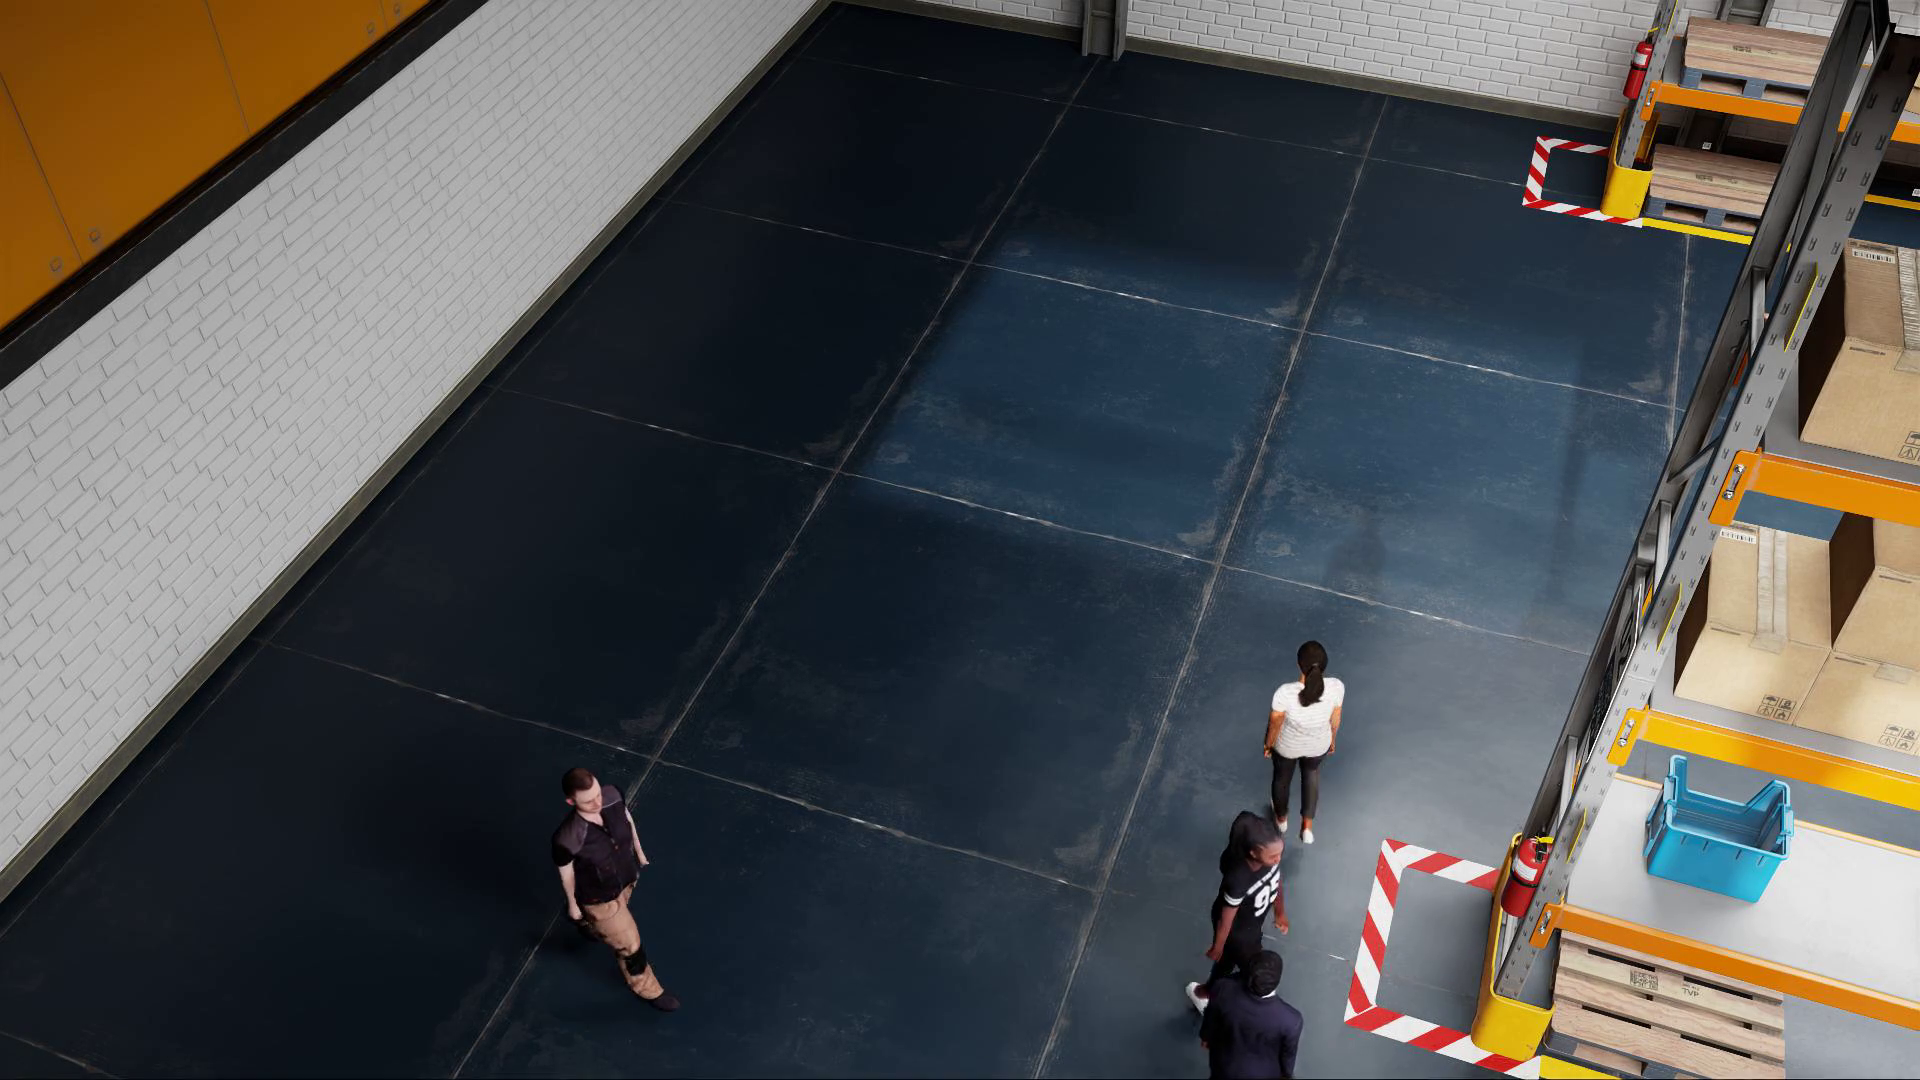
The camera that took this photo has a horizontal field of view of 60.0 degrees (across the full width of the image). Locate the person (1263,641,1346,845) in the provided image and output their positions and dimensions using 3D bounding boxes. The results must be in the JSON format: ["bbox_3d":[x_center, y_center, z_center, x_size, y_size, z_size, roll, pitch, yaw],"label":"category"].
[{"bbox_3d":[2.014,1.243,9.724,0.779,1.633,0.805,-3,44,-4],"label":"person"}]

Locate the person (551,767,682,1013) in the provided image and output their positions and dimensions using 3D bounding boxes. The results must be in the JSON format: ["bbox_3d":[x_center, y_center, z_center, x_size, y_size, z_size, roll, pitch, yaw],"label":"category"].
[{"bbox_3d":[-1.992,1.801,9.011,1.210,1.808,0.817,21,48,21],"label":"person"}]

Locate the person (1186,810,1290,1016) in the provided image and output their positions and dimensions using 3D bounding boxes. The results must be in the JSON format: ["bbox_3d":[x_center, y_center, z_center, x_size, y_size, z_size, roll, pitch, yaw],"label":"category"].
[{"bbox_3d":[1.423,1.998,8.868,0.701,1.721,0.649,23,48,22],"label":"person"}]

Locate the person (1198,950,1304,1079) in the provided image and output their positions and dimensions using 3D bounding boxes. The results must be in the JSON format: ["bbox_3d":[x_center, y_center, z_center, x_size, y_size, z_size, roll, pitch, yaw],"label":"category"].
[{"bbox_3d":[1.411,2.587,8.248,0.532,1.722,0.735,23,48,22],"label":"person"}]
